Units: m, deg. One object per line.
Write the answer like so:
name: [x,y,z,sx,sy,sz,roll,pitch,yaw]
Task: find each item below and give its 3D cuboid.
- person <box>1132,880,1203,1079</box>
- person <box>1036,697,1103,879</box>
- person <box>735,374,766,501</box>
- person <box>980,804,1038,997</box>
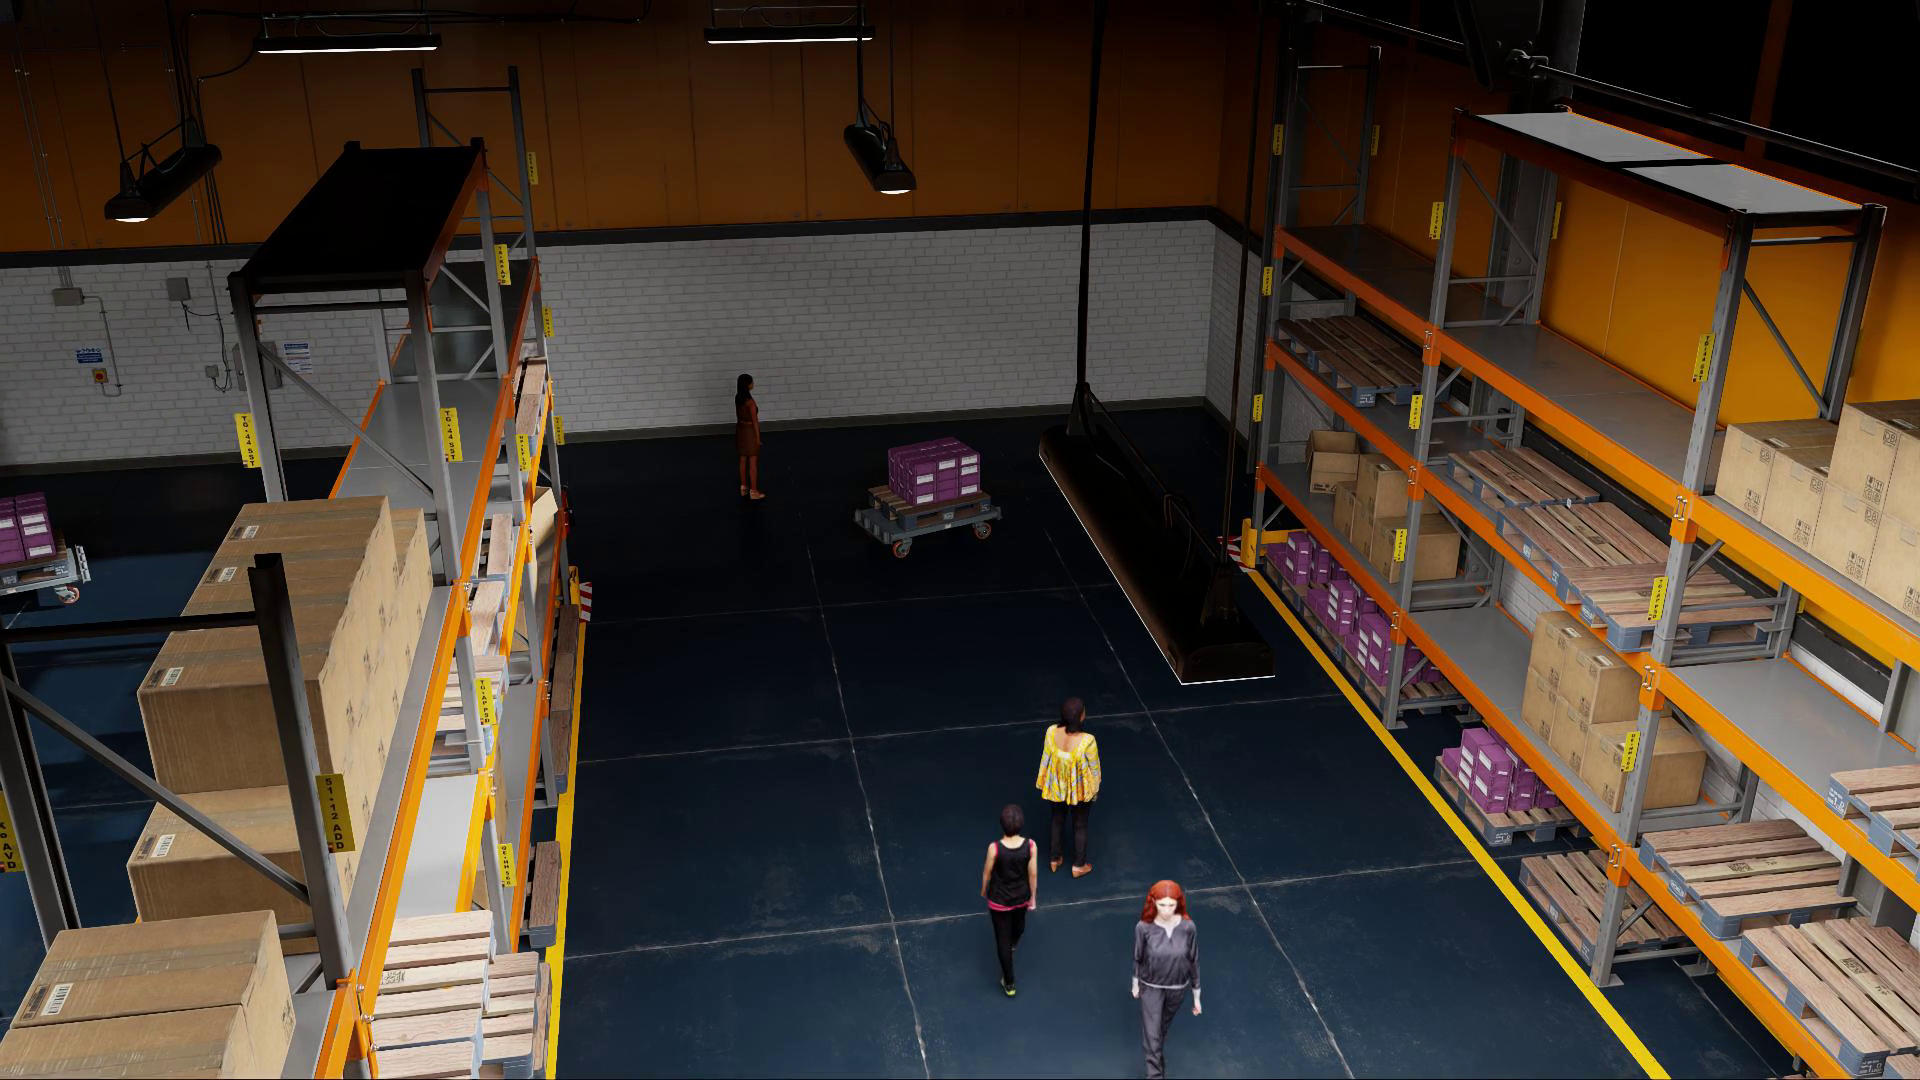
person: [1.402,3.070,11.517,0.719,1.723,1.167,-1,24,-2]
person: [0.918,2.064,13.904,0.883,1.654,0.938,12,26,26]
person: [-2.765,-1.356,21.682,0.698,1.690,0.600,-20,30,-38]
person: [0.388,2.728,12.545,0.583,1.526,0.954,-6,24,-13]
